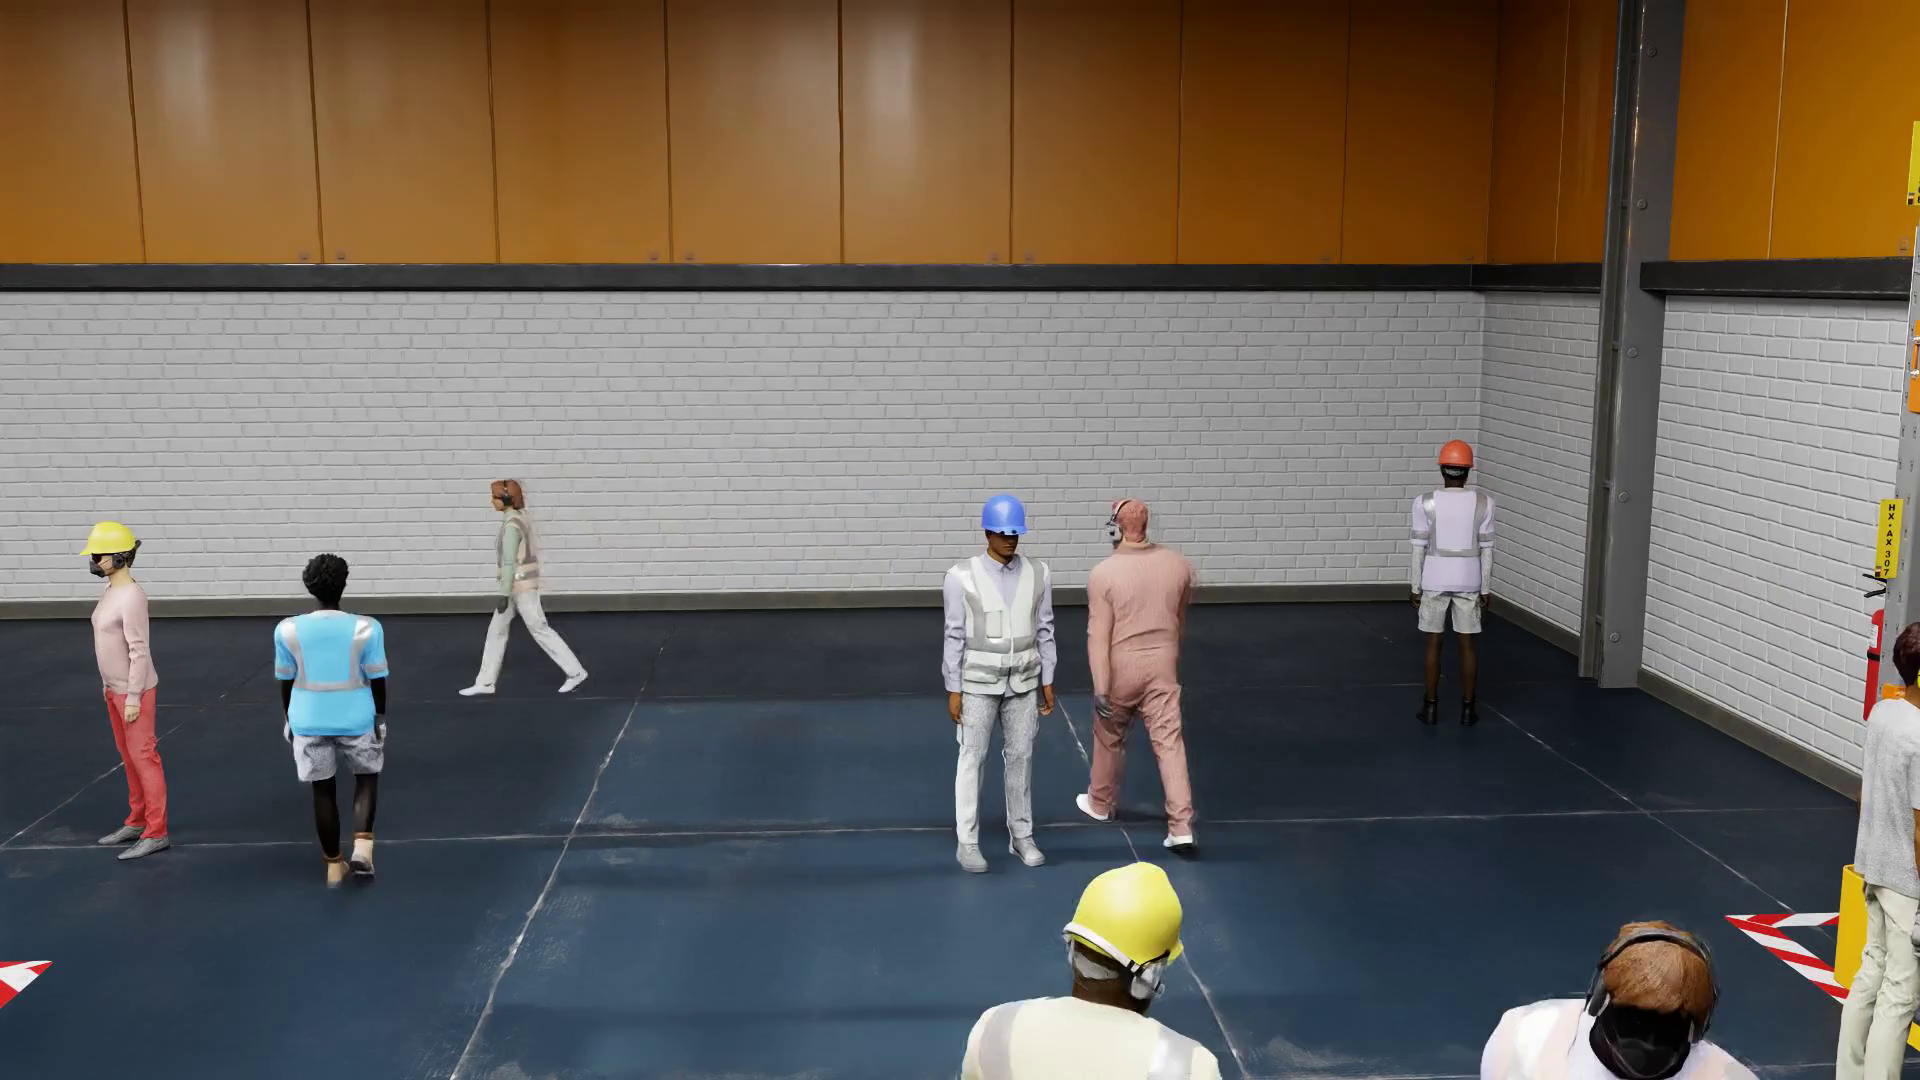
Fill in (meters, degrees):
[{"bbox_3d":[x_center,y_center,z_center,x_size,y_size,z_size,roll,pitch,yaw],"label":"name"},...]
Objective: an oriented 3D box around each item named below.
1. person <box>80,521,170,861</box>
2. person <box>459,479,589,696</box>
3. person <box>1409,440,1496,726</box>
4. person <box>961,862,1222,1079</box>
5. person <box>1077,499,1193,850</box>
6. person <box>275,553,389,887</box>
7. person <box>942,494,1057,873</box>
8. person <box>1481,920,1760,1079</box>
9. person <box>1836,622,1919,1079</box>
[{"bbox_3d":[-4.371,0.777,8.696,0.308,1.769,0.524,-8,12,-41],"label":"person"},{"bbox_3d":[-3.130,0.348,11.968,0.898,1.590,0.523,-2,9,-15],"label":"person"},{"bbox_3d":[3.306,0.292,11.229,0.547,1.930,0.384,2,9,11],"label":"person"},{"bbox_3d":[0.276,1.565,3.634,0.721,1.788,0.753,4,10,25],"label":"person"},{"bbox_3d":[0.957,0.704,8.905,0.647,1.854,1.028,-3,10,-20],"label":"person"},{"bbox_3d":[-3.080,0.897,8.200,0.537,1.685,0.387,-2,9,-13],"label":"person"},{"bbox_3d":[0.207,0.724,8.482,0.605,1.941,0.406,-3,10,-20],"label":"person"},{"bbox_3d":[1.361,1.597,3.422,0.634,1.811,0.809,9,13,44],"label":"person"},{"bbox_3d":[3.277,1.194,5.756,0.314,1.869,0.536,1,9,9],"label":"person"}]
